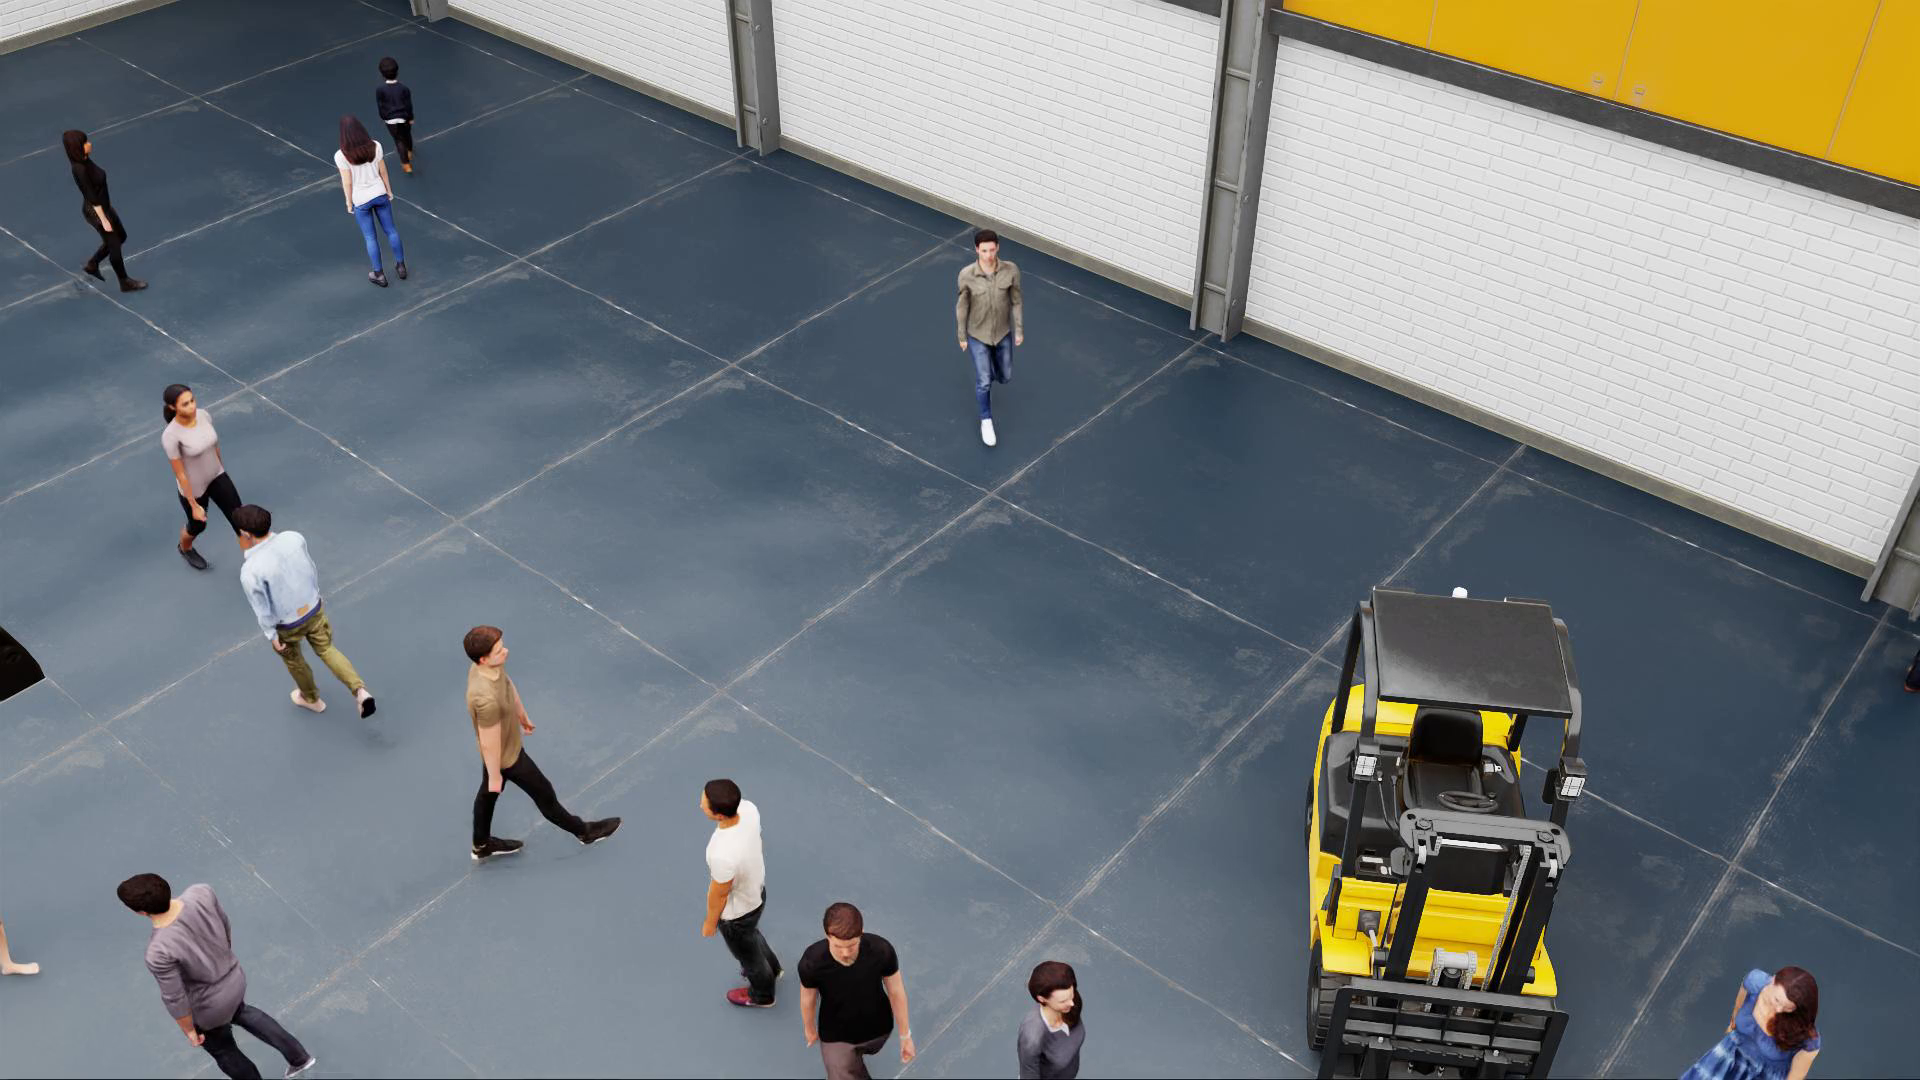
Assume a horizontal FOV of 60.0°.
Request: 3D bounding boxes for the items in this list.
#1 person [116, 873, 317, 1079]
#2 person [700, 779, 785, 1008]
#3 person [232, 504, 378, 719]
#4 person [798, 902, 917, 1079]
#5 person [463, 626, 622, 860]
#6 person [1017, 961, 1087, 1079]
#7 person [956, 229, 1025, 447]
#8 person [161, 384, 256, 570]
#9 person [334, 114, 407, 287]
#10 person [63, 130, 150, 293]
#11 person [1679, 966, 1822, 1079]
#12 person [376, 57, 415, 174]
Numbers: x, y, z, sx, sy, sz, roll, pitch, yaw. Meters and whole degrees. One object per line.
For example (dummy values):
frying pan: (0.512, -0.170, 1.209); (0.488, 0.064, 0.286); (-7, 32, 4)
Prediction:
person: (-3.789, 2.330, 8.585); (0.910, 1.833, 0.853); (11, 40, 13)
person: (-1.120, 1.961, 9.082); (0.800, 1.788, 0.763); (3, 39, 4)
person: (-4.295, 0.522, 10.886); (1.061, 1.787, 0.790); (22, 44, 25)
person: (-0.537, 2.400, 8.510); (1.110, 1.817, 1.287); (-10, 40, -12)
person: (-2.817, 1.265, 9.935); (1.180, 1.812, 1.219); (-9, 40, -11)
person: (0.422, 2.672, 8.209); (0.575, 1.768, 0.653); (19, 42, 22)
person: (0.235, -1.739, 13.669); (1.027, 1.846, 1.142); (-9, 39, -11)
person: (-5.565, -0.391, 12.090); (1.238, 1.710, 0.833); (18, 42, 21)
person: (-5.533, -3.180, 15.603); (0.636, 1.684, 0.572); (-28, 47, -31)
person: (-8.070, -3.026, 15.454); (0.843, 1.630, 0.821); (-11, 40, -14)
person: (3.985, 2.620, 8.284); (0.921, 1.755, 1.068); (-17, 42, -20)
person: (-5.961, -4.479, 17.617); (0.708, 1.201, 0.898); (-16, 41, -19)
